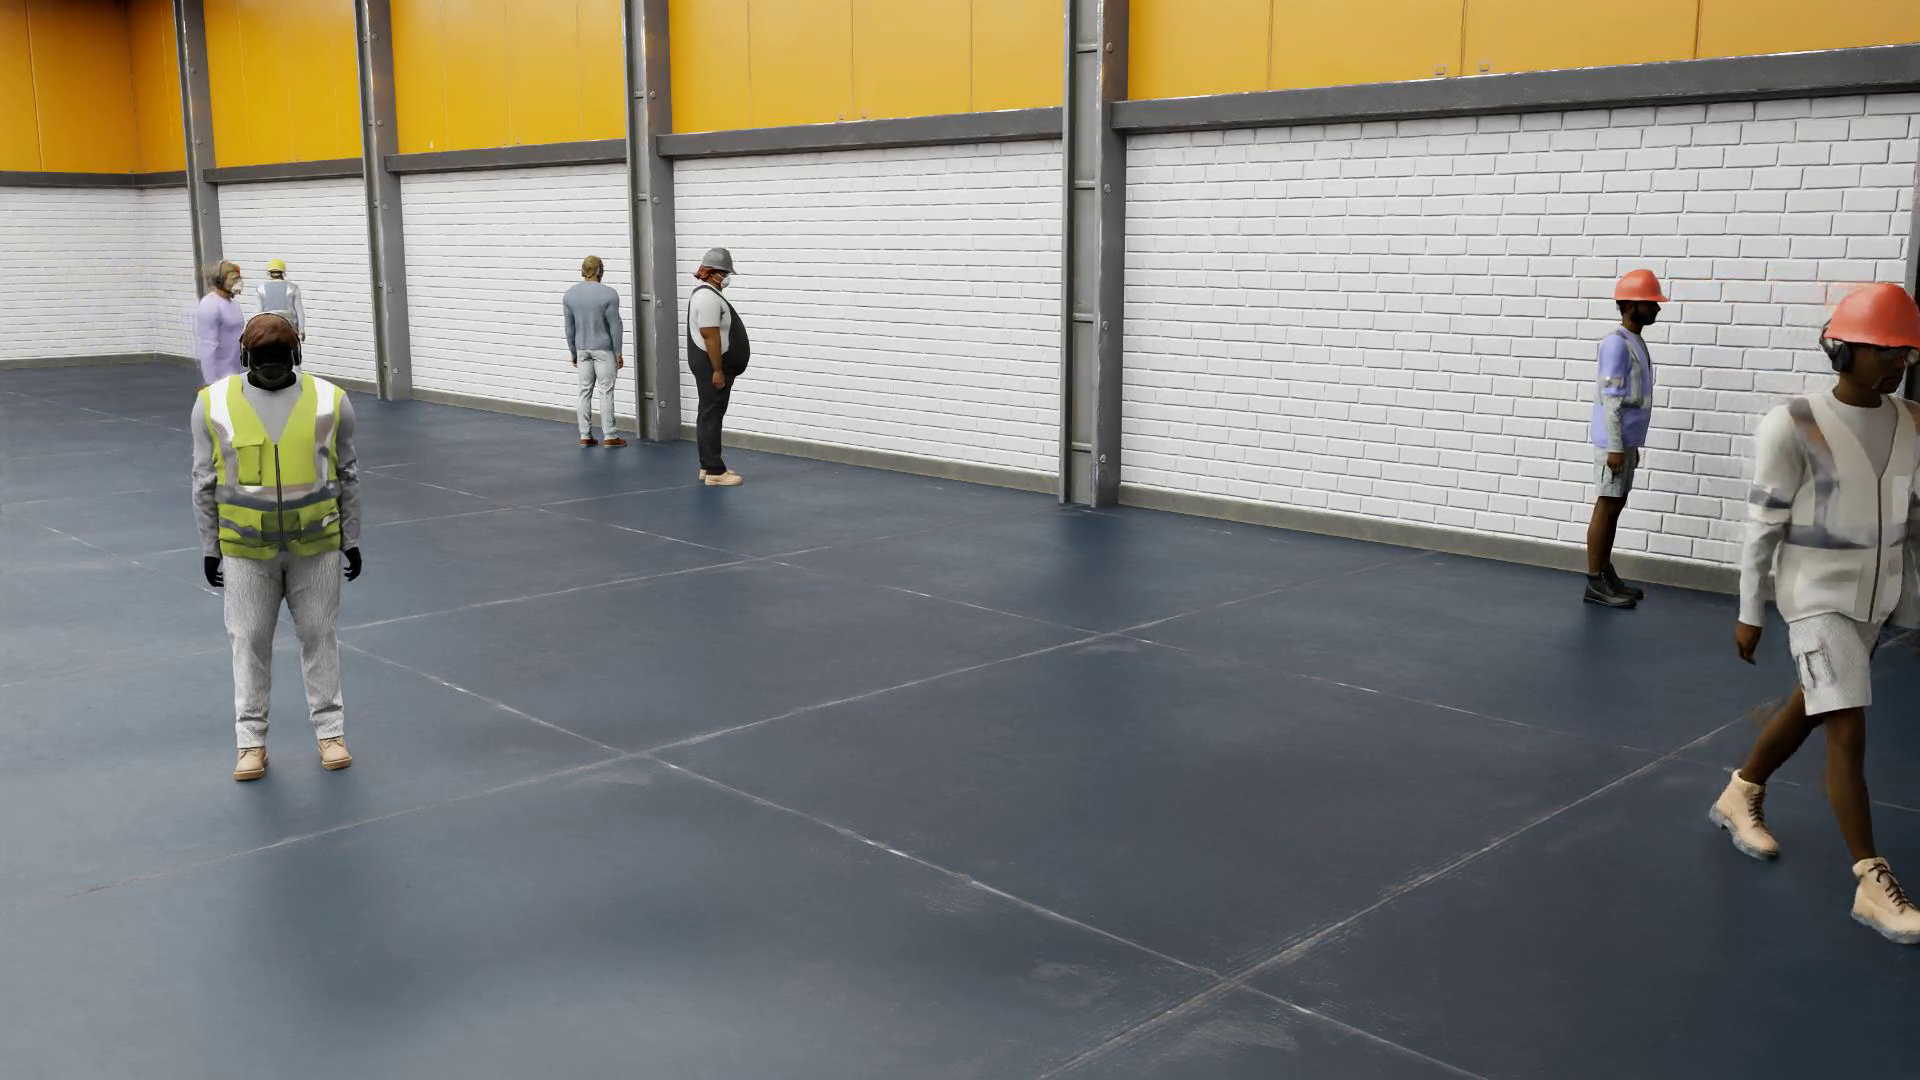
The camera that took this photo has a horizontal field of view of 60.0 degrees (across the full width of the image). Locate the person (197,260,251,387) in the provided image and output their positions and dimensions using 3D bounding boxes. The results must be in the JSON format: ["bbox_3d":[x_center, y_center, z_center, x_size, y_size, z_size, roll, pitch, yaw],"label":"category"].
[{"bbox_3d":[-6.044,-1.348,13.802,0.436,1.925,0.656,-1,10,-5],"label":"person"}]

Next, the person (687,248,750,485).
[{"bbox_3d":[-2.077,-1.504,14.348,0.537,2.000,0.675,-2,11,-13],"label":"person"}]

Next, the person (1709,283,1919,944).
[{"bbox_3d":[2.823,0.175,5.343,0.627,1.992,1.073,-3,11,-14],"label":"person"}]

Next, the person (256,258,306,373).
[{"bbox_3d":[-8.974,-2.808,22.031,0.599,1.827,0.404,-2,11,-10],"label":"person"}]

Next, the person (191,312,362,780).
[{"bbox_3d":[-2.684,0.022,6.587,0.622,1.838,0.429,-5,11,-24],"label":"person"}]

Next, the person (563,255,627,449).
[{"bbox_3d":[-3.654,-1.880,16.683,0.630,1.937,0.373,3,11,16],"label":"person"}]

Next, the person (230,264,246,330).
[{"bbox_3d":[-6.626,-1.573,15.150,0.341,1.882,0.587,-3,11,-18],"label":"person"}]

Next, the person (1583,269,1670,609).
[{"bbox_3d":[3.842,-0.585,9.610,0.370,1.939,0.543,7,12,33],"label":"person"}]
